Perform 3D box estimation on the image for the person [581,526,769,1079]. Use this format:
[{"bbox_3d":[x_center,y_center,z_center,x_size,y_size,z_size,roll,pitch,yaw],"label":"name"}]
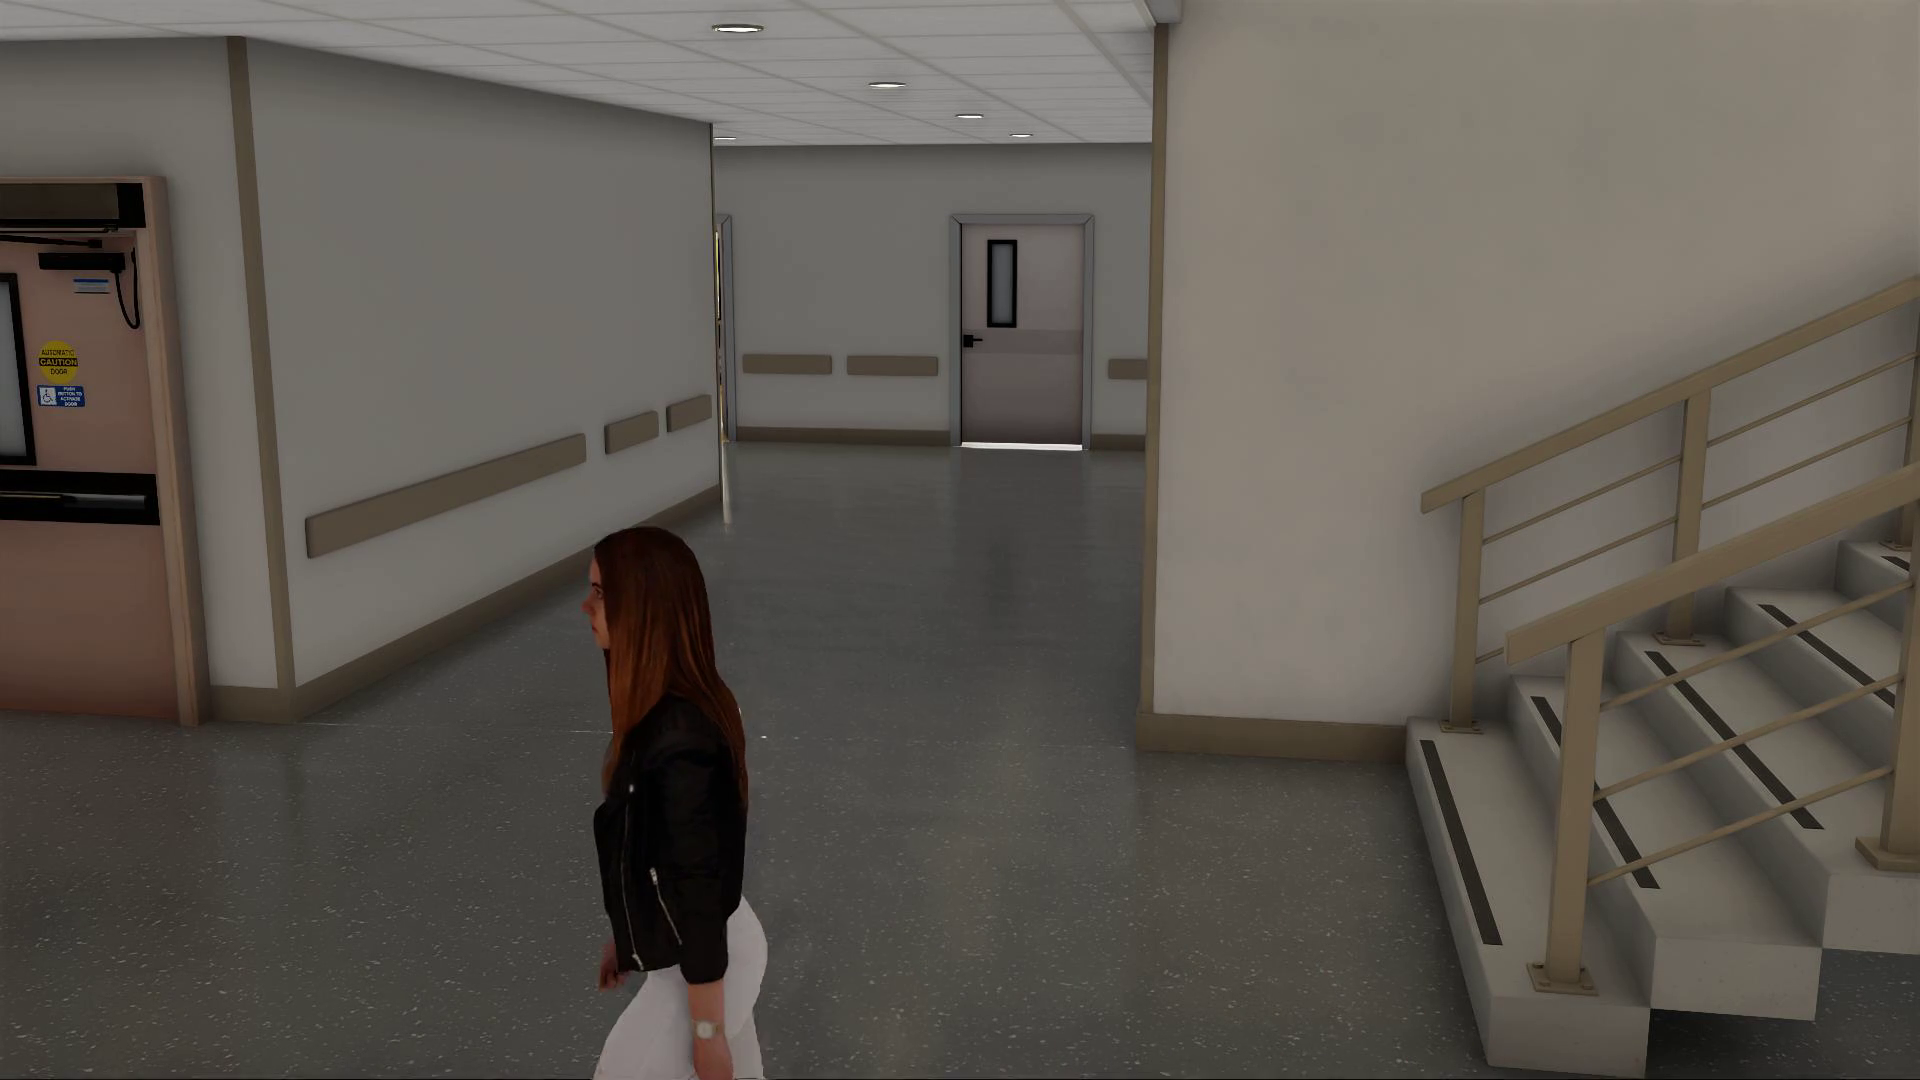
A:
[{"bbox_3d":[-0.411,0.810,3.073,0.914,1.681,0.725,0,11,-1],"label":"person"}]
